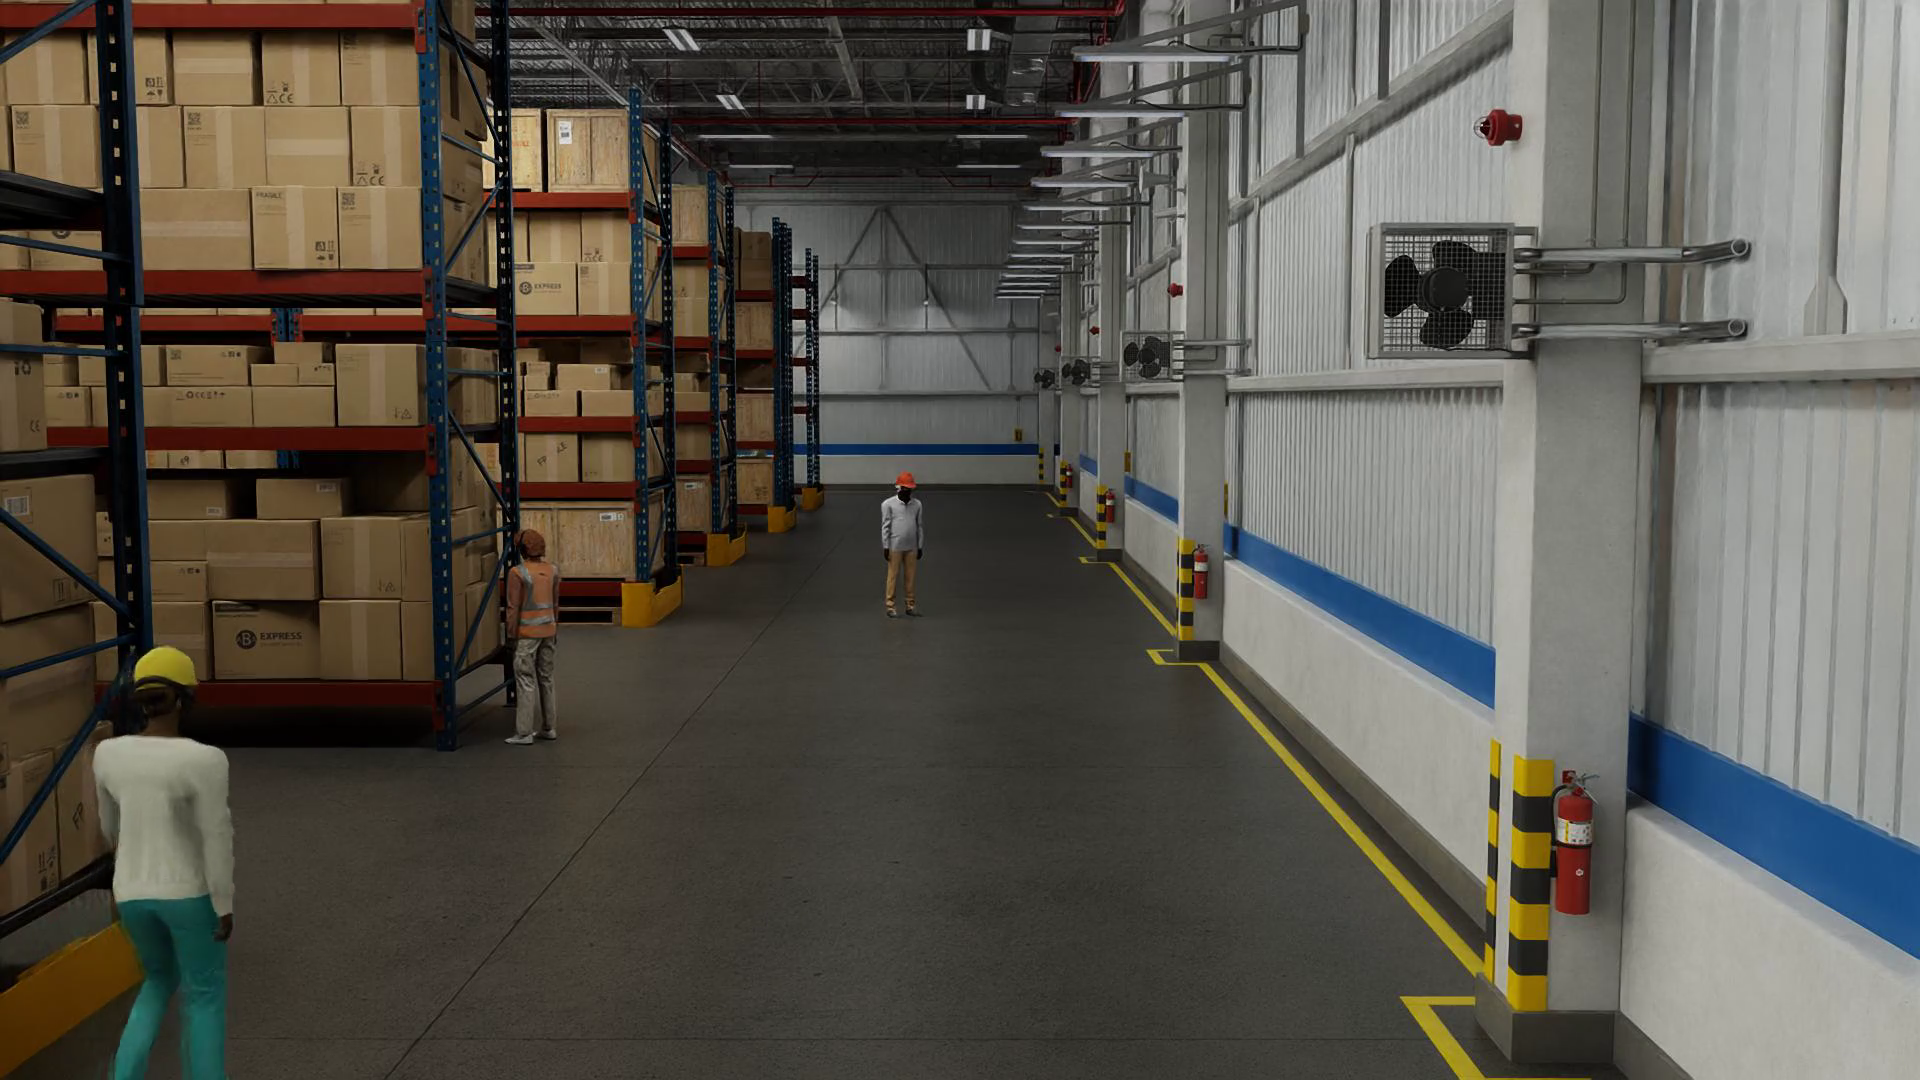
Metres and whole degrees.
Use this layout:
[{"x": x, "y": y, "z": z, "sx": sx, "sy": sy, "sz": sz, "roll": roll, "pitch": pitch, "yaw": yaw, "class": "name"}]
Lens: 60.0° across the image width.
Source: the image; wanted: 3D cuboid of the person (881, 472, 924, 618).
[{"x": -0.666, "y": 0.060, "z": 19.765, "sx": 0.563, "sy": 1.743, "sz": 0.351, "roll": -3, "pitch": 6, "yaw": -31, "class": "person"}]

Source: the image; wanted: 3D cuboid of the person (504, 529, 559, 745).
[{"x": -3.229, "y": 0.731, "z": 12.598, "sx": 0.315, "sy": 1.631, "sz": 0.524, "roll": 3, "pitch": 6, "yaw": 29, "class": "person"}]

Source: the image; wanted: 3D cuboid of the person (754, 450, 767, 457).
[{"x": -4.543, "y": -1.501, "z": 37.610, "sx": 0.936, "sy": 1.808, "sz": 0.581, "roll": -1, "pitch": 5, "yaw": -8, "class": "person"}]

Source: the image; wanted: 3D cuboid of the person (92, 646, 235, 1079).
[{"x": -2.805, "y": 1.249, "z": 5.884, "sx": 0.542, "sy": 1.745, "sz": 0.431, "roll": 1, "pitch": 5, "yaw": 9, "class": "person"}]
